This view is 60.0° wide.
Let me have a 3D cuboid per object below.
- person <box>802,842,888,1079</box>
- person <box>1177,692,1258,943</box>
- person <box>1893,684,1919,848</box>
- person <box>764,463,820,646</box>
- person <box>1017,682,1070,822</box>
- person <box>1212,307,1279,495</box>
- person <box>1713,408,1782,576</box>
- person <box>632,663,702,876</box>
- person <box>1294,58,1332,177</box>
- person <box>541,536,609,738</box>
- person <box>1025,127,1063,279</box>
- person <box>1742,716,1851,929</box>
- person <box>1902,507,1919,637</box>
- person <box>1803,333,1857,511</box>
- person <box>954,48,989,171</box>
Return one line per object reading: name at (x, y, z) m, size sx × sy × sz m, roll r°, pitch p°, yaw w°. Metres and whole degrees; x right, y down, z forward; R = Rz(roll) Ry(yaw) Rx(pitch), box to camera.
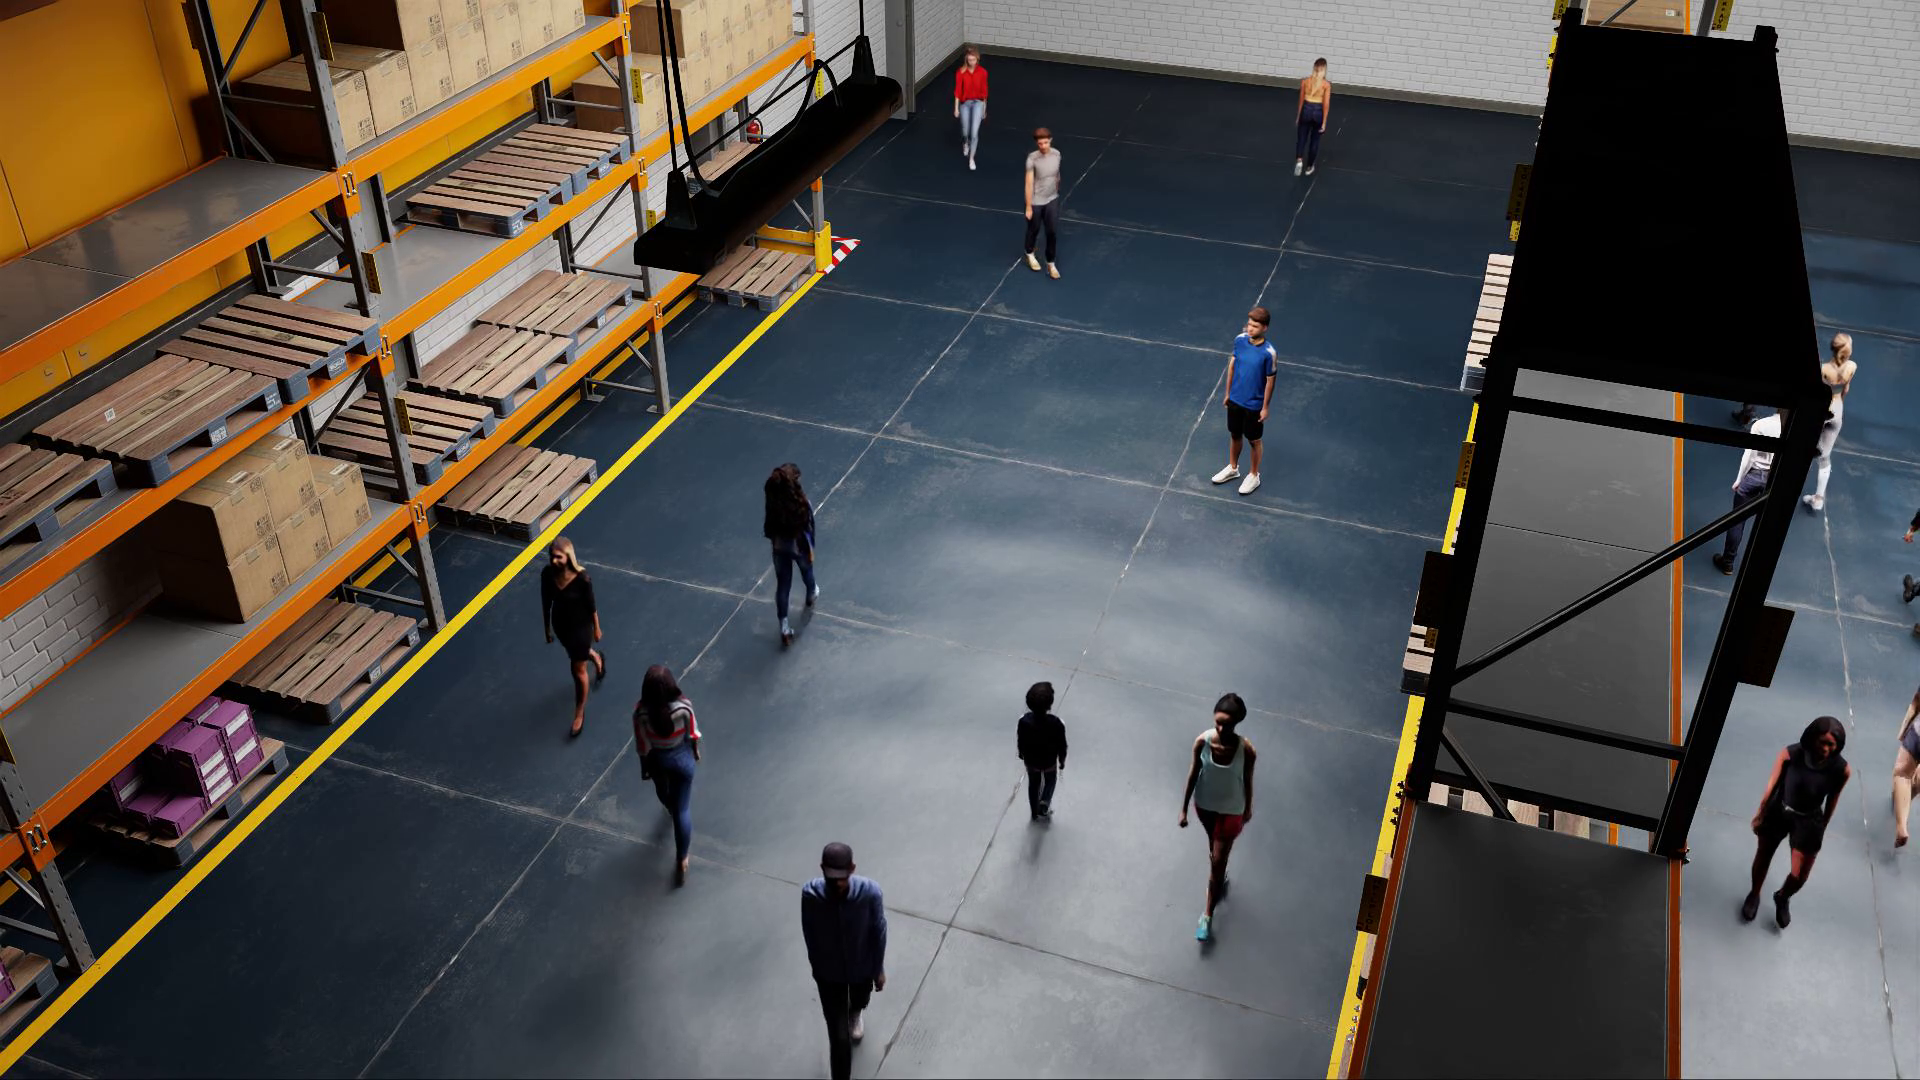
person at (-0.665, 2.460, 9.901) m, size 0.984 × 1.859 × 1.246 m, roll -3°, pitch 34°, yaw -4°
person at (1.751, 1.728, 11.115) m, size 0.623 × 1.733 × 0.983 m, roll 13°, pitch 36°, yaw 19°
person at (6.807, 1.424, 11.618) m, size 0.582 × 1.683 × 0.980 m, roll 11°, pitch 35°, yaw 17°
person at (-1.412, 0.125, 13.668) m, size 0.708 × 1.577 × 1.043 m, roll 8°, pitch 34°, yaw 11°
person at (0.565, 1.548, 11.850) m, size 0.537 × 1.219 × 0.505 m, roll 9°, pitch 35°, yaw 14°
person at (2.719, -1.329, 15.595) m, size 0.726 × 1.866 × 0.714 m, roll 28°, pitch 43°, yaw 35°
person at (6.949, -0.519, 14.374) m, size 0.655 × 1.868 × 0.622 m, roll 6°, pitch 34°, yaw 9°
person at (-1.997, 1.585, 11.477) m, size 0.974 × 1.571 × 1.186 m, roll -6°, pitch 34°, yaw -9°
person at (4.690, -5.619, 22.277) m, size 0.579 × 1.612 × 0.889 m, roll 13°, pitch 36°, yaw 18°
person at (-2.945, 0.643, 12.829) m, size 0.647 × 1.643 × 1.082 m, roll 8°, pitch 34°, yaw 12°
person at (0.950, -4.037, 19.691) m, size 0.972 × 1.841 × 1.056 m, roll -16°, pitch 37°, yaw -22°
person at (5.495, 1.805, 11.003) m, size 0.632 × 1.730 × 0.622 m, roll 16°, pitch 37°, yaw 22°
person at (8.104, 0.068, 13.604) m, size 0.857 × 1.743 × 1.133 m, roll 3°, pitch 34°, yaw 5°
person at (8.024, -1.076, 15.401) m, size 0.820 × 1.659 × 1.196 m, roll 0°, pitch 34°, yaw 0°
person at (0.161, -5.917, 22.668) m, size 0.818 × 1.677 × 0.932 m, roll -4°, pitch 34°, yaw -6°
